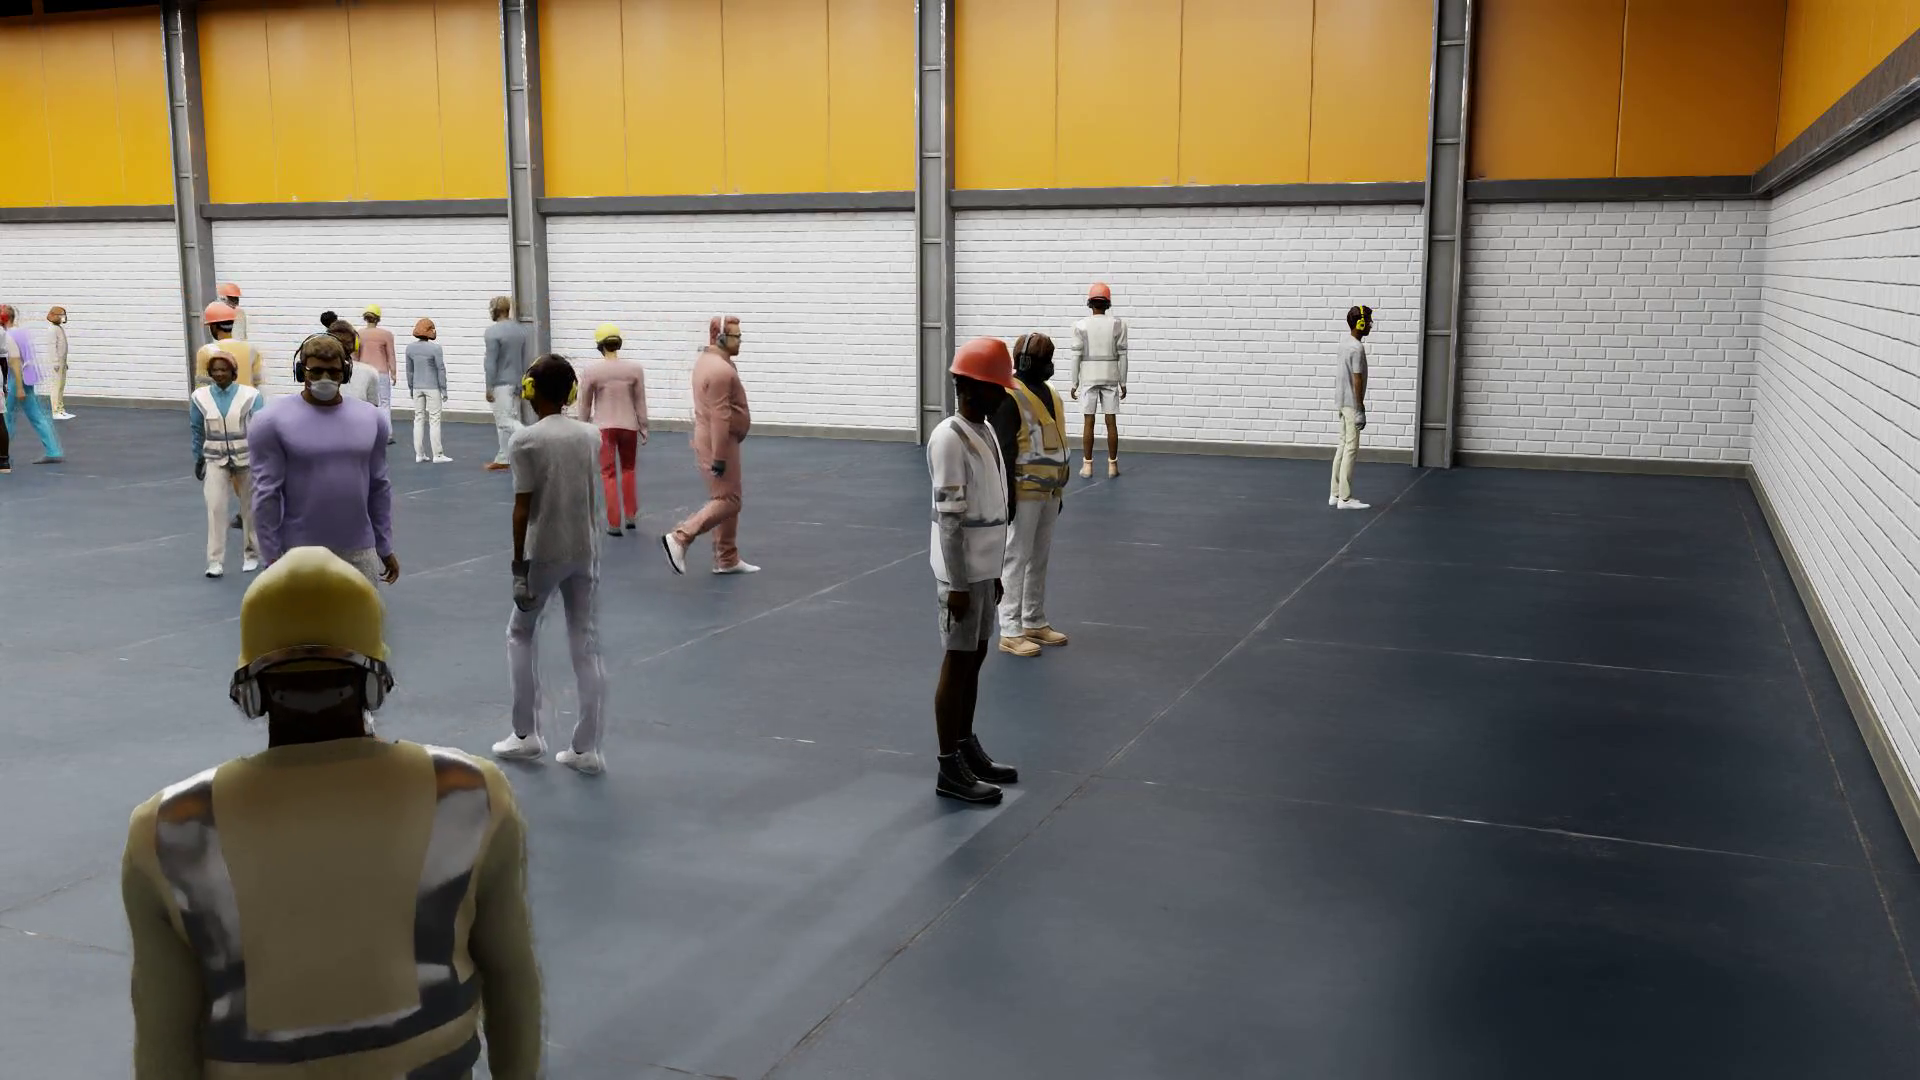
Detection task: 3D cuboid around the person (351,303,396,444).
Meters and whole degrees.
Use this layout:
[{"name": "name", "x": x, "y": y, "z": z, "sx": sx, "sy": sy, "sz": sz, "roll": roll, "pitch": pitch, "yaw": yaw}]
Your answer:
[{"name": "person", "x": -7.289, "y": -2.060, "z": 20.694, "sx": 0.530, "sy": 1.760, "sz": 0.350, "roll": -2, "pitch": 9, "yaw": -9}]

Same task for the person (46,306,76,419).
[{"name": "person", "x": -13.068, "y": -2.570, "z": 24.147, "sx": 0.278, "sy": 1.631, "sz": 0.505, "roll": -2, "pitch": 10, "yaw": -13}]

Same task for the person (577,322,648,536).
[{"name": "person", "x": -2.882, "y": -0.916, "z": 13.723, "sx": 0.554, "sy": 1.750, "sz": 0.489, "roll": -4, "pitch": 10, "yaw": -25}]

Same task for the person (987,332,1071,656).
[{"name": "person", "x": 0.415, "y": -0.268, "z": 9.574, "sx": 0.429, "sy": 1.841, "sz": 0.634, "roll": 6, "pitch": 11, "yaw": 32}]

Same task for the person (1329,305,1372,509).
[{"name": "person", "x": 3.594, "y": -1.210, "z": 15.228, "sx": 0.317, "sy": 1.861, "sz": 0.516, "roll": -1, "pitch": 9, "yaw": -4}]

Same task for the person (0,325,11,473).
[{"name": "person", "x": -10.419, "y": -1.664, "z": 17.671, "sx": 0.377, "sy": 1.959, "sz": 0.603, "roll": 6, "pitch": 11, "yaw": 33}]

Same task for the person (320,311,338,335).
[{"name": "person", "x": -7.986, "y": -2.052, "z": 20.930, "sx": 0.474, "sy": 1.659, "sz": 0.631, "roll": -1, "pitch": 9, "yaw": -5}]

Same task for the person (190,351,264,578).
[{"name": "person", "x": -5.201, "y": -0.530, "z": 11.847, "sx": 0.539, "sy": 1.604, "sz": 0.767, "roll": -2, "pitch": 10, "yaw": -13}]

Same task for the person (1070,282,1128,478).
[{"name": "person", "x": 1.456, "y": -1.671, "z": 17.455, "sx": 0.605, "sy": 2.045, "sz": 0.378, "roll": 0, "pitch": 9, "yaw": 0}]

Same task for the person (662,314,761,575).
[{"name": "person", "x": -1.766, "y": -0.654, "z": 11.785, "sx": 0.642, "sy": 1.885, "sz": 0.648, "roll": -3, "pitch": 10, "yaw": -19}]

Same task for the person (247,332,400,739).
[{"name": "person", "x": -2.775, "y": 0.058, "z": 7.319, "sx": 0.627, "sy": 1.934, "sz": 0.370, "roll": -9, "pitch": 13, "yaw": -44}]

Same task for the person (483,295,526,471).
[{"name": "person", "x": -4.784, "y": -1.657, "z": 17.797, "sx": 0.818, "sy": 1.917, "sz": 0.629, "roll": 3, "pitch": 10, "yaw": 16}]

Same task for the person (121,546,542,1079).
[{"name": "person", "x": -0.956, "y": 0.903, "z": 2.626, "sx": 0.604, "sy": 1.796, "sz": 0.902, "roll": -4, "pitch": 10, "yaw": -22}]

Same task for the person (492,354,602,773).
[{"name": "person", "x": -1.832, "y": 0.097, "z": 7.390, "sx": 0.744, "sy": 1.829, "sz": 0.524, "roll": 9, "pitch": 13, "yaw": 43}]

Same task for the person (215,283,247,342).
[{"name": "person", "x": -10.111, "y": -2.594, "z": 23.254, "sx": 0.715, "sy": 1.968, "sz": 0.656, "roll": 4, "pitch": 10, "yaw": 21}]

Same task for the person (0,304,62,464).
[{"name": "person", "x": -10.549, "y": -1.711, "z": 18.459, "sx": 0.974, "sy": 1.789, "sz": 0.584, "roll": -3, "pitch": 10, "yaw": -18}]

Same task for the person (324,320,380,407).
[{"name": "person", "x": -4.411, "y": -0.663, "z": 11.947, "sx": 0.534, "sy": 1.845, "sz": 0.781, "roll": -2, "pitch": 10, "yaw": -9}]

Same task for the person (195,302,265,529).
[{"name": "person", "x": -6.195, "y": -1.043, "z": 14.039, "sx": 0.603, "sy": 1.914, "sz": 0.541, "roll": 5, "pitch": 11, "yaw": 29}]

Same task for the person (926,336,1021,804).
[{"name": "person", "x": 0.068, "y": 0.119, "z": 6.957, "sx": 0.366, "sy": 1.931, "sz": 0.542, "roll": 3, "pitch": 10, "yaw": 16}]

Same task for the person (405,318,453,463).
[{"name": "person", "x": -6.001, "y": -1.681, "z": 18.759, "sx": 0.507, "sy": 1.633, "sz": 0.278, "roll": 3, "pitch": 10, "yaw": 19}]
